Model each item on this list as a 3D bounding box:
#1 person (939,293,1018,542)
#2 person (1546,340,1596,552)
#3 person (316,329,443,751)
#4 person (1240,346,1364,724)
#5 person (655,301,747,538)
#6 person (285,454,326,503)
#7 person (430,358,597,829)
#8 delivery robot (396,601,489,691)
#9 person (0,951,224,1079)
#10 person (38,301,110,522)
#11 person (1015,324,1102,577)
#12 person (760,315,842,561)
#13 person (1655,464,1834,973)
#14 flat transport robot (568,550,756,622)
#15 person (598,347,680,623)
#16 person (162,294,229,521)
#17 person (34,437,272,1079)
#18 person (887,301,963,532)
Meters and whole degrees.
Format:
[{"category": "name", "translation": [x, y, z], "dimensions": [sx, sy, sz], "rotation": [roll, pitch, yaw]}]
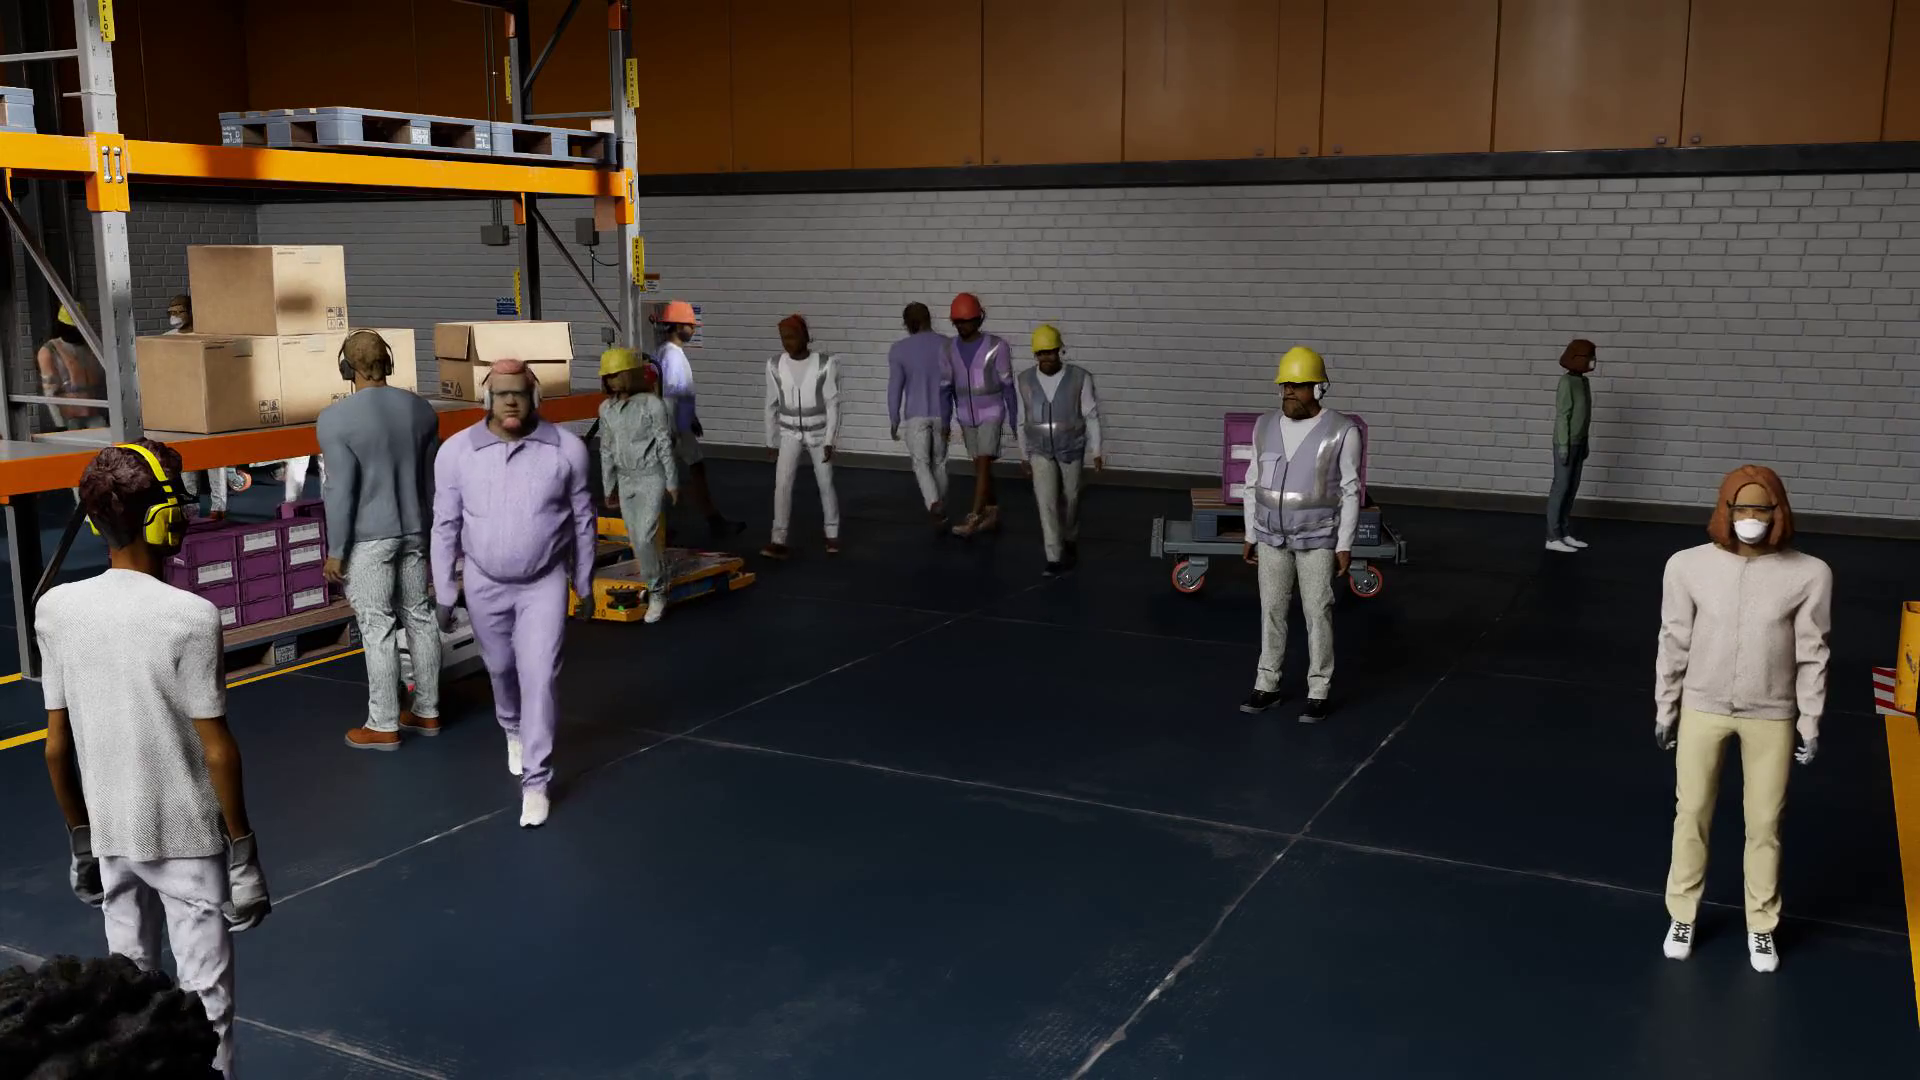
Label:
[{"category": "person", "translation": [0.125, -0.987, 13.326], "dimensions": [0.627, 1.970, 1.020], "rotation": [5, 11, 29]}, {"category": "person", "translation": [4.692, -0.721, 12.753], "dimensions": [0.282, 1.626, 0.502], "rotation": [8, 13, 38]}, {"category": "person", "translation": [-2.663, 0.003, 7.661], "dimensions": [0.379, 1.937, 0.629], "rotation": [6, 11, 31]}, {"category": "person", "translation": [1.645, -0.026, 8.127], "dimensions": [0.600, 1.832, 0.404], "rotation": [7, 12, 35]}, {"category": "person", "translation": [-2.180, -0.942, 13.255], "dimensions": [0.846, 1.899, 0.562], "rotation": [-3, 10, -16]}, {"category": "person", "translation": [-5.386, -0.991, 13.765], "dimensions": [0.627, 1.821, 0.773], "rotation": [-2, 10, -10]}, {"category": "person", "translation": [-1.854, 0.167, 6.947], "dimensions": [0.653, 1.862, 1.013], "rotation": [-1, 10, -8]}, {"category": "delivery robot", "translation": [-2.584, 0.515, 8.421], "dimensions": [0.477, 0.478, 0.707], "rotation": [3, 10, 17]}, {"category": "person", "translation": [-0.733, 1.177, 1.595], "dimensions": [0.613, 1.678, 0.327], "rotation": [0, 10, 2]}, {"category": "person", "translation": [-7.380, -1.063, 13.994], "dimensions": [0.515, 1.877, 0.646], "rotation": [6, 11, 30]}, {"category": "person", "translation": [0.718, -0.677, 12.049], "dimensions": [0.627, 1.787, 0.926], "rotation": [2, 10, 10]}, {"category": "person", "translation": [-1.183, -0.759, 12.425], "dimensions": [0.608, 1.822, 0.860], "rotation": [1, 10, 8]}, {"category": "person", "translation": [2.479, 0.565, 5.309], "dimensions": [0.498, 1.625, 0.281], "rotation": [5, 11, 26]}, {"category": "flat transport robot", "translation": [-2.001, 0.280, 10.874], "dimensions": [0.652, 0.197, 1.431], "rotation": [5, 11, 26]}, {"category": "person", "translation": [-1.978, -0.336, 10.251], "dimensions": [0.504, 1.709, 0.512], "rotation": [5, 11, 27]}, {"category": "person", "translation": [-6.429, -1.087, 13.965], "dimensions": [0.635, 1.937, 0.354], "rotation": [2, 10, 12]}, {"category": "person", "translation": [-1.819, 0.701, 3.804], "dimensions": [0.521, 1.873, 0.328], "rotation": [3, 10, 15]}, {"category": "person", "translation": [-0.232, -0.991, 13.576], "dimensions": [0.704, 1.900, 0.851], "rotation": [-3, 10, -18]}]
